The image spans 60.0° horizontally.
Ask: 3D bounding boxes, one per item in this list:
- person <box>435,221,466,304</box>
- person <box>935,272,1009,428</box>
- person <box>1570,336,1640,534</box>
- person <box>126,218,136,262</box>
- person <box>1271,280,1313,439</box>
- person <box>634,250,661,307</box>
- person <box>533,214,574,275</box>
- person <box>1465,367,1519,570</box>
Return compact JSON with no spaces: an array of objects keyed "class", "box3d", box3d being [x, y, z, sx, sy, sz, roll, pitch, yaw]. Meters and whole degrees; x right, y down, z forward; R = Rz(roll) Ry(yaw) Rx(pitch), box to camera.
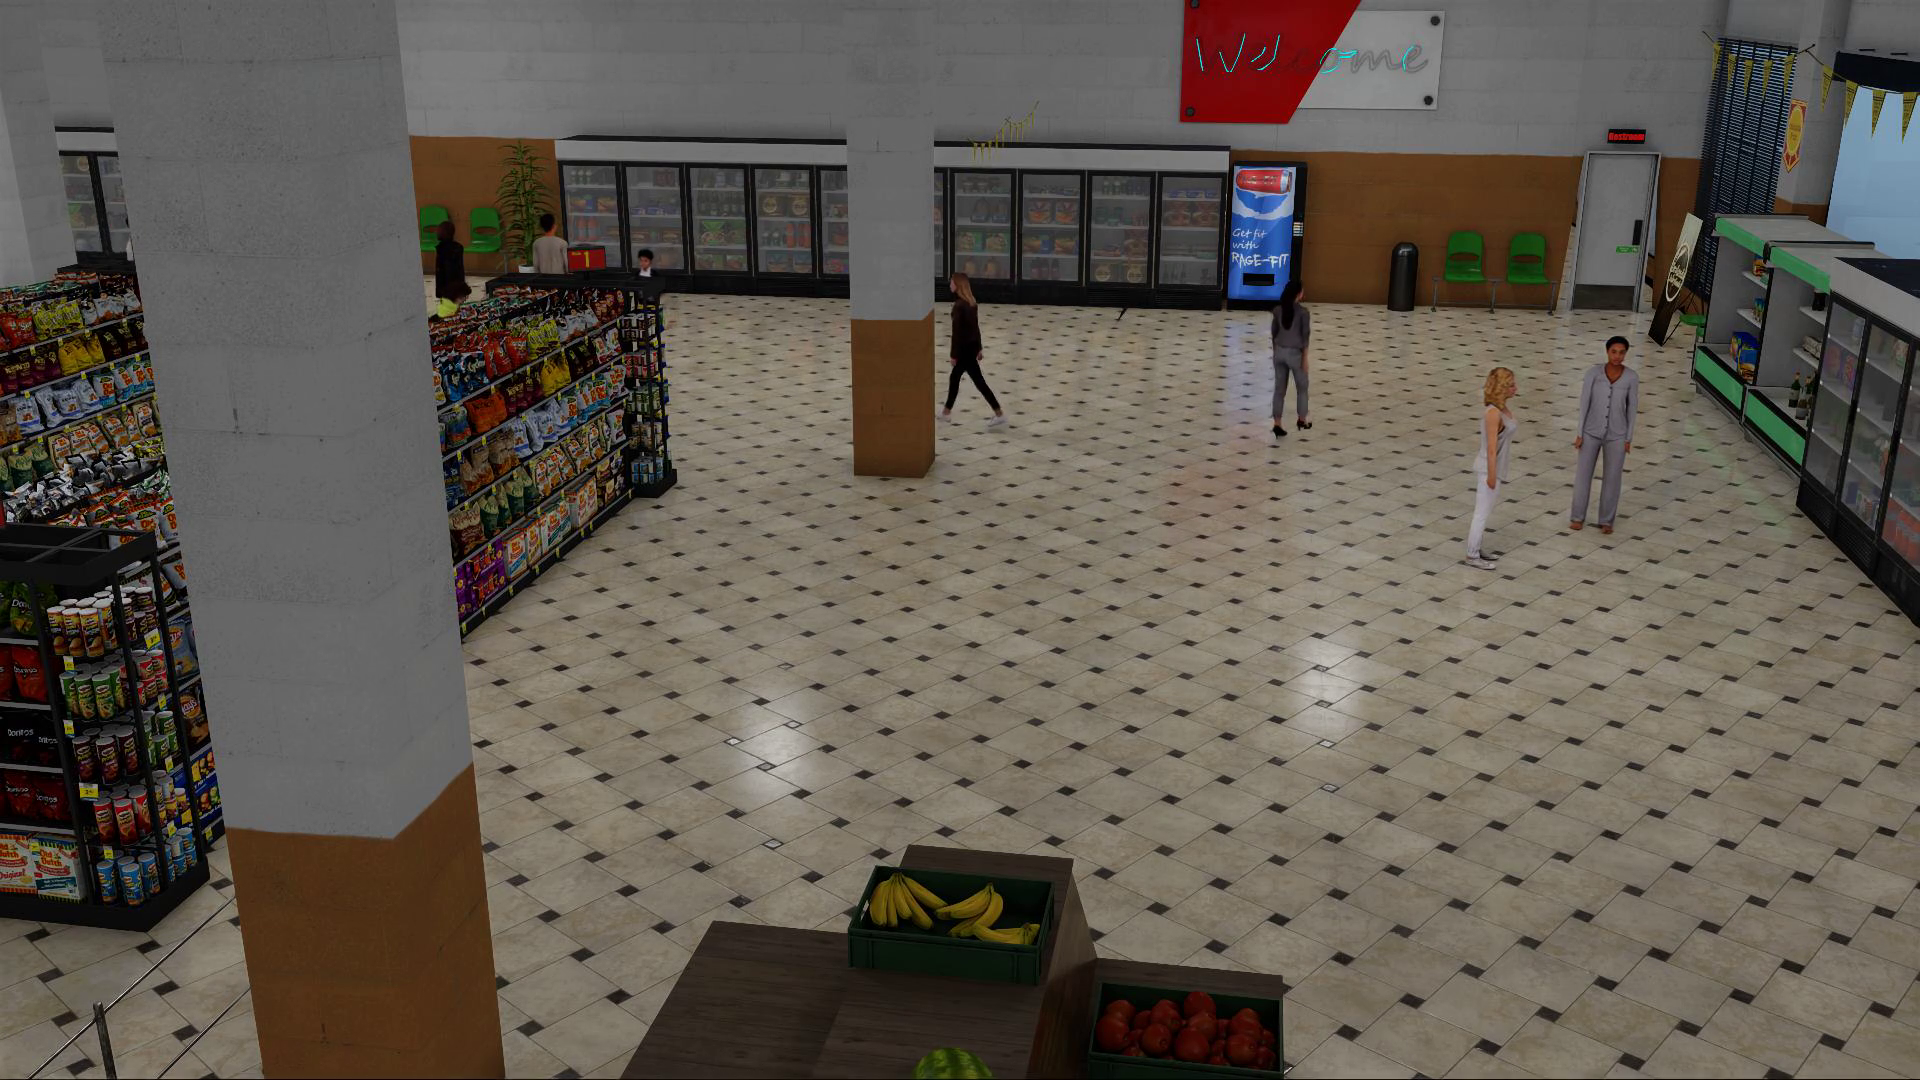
[{"class":"person","box3d":[-6.315,-3.070,20.744,0.831,1.825,0.668,-3,19,-9]},{"class":"person","box3d":[0.160,-1.988,17.806,0.816,1.652,1.136,7,20,20]},{"class":"person","box3d":[5.644,-0.941,14.571,0.665,1.735,0.616,7,20,20]},{"class":"person","box3d":[-10.535,-3.238,21.292,1.119,1.794,1.208,-6,20,-18]},{"class":"person","box3d":[3.421,-1.874,17.463,0.864,1.654,0.969,15,24,37]},{"class":"person","box3d":[-4.194,-3.309,22.404,0.522,1.217,0.570,2,19,6]},{"class":"person","box3d":[-5.224,-3.280,21.389,0.672,1.810,0.560,1,19,4]},{"class":"person","box3d":[4.362,-0.607,13.683,0.706,1.670,0.544,7,20,20]}]
